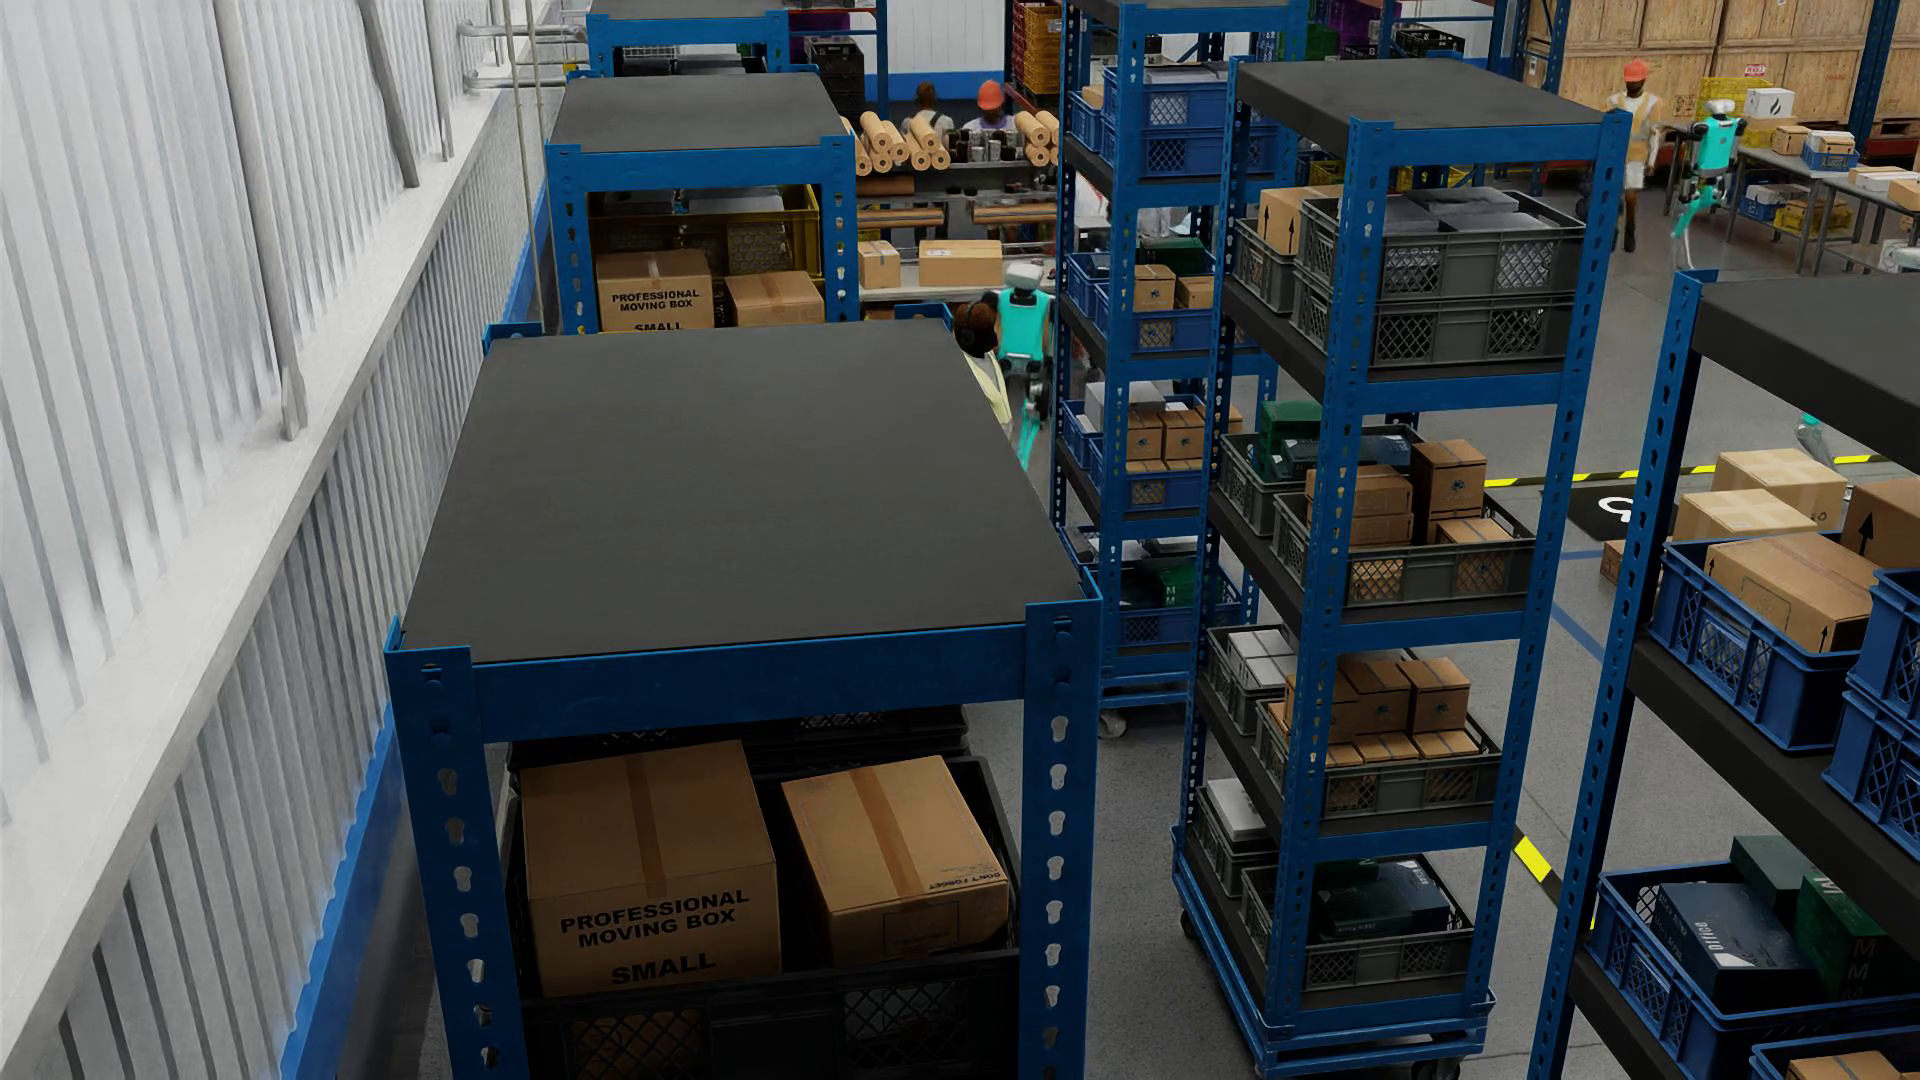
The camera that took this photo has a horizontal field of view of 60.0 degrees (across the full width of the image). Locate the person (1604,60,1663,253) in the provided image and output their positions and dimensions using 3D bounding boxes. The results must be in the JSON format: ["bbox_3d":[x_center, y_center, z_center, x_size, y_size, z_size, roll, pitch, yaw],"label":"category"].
[{"bbox_3d":[6.658,-3.824,16.642,0.556,1.914,0.471,15,29,29],"label":"person"}]

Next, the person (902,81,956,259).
[{"bbox_3d":[-0.284,-3.473,15.985,0.554,1.817,0.845,2,25,5],"label":"person"}]

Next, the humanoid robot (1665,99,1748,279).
[{"bbox_3d":[6.922,-3.258,15.753,0.562,1.889,0.745,-5,25,-11],"label":"humanoid robot"}]

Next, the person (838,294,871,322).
[{"bbox_3d":[-0.648,-0.518,9.566,0.524,1.808,0.928,4,25,8],"label":"person"}]

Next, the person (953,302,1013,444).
[{"bbox_3d":[0.083,-0.449,9.392,0.429,1.844,0.621,8,26,17],"label":"person"}]

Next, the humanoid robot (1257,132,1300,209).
[{"bbox_3d":[3.607,-4.500,18.416,0.615,1.636,0.610,-9,26,-19],"label":"humanoid robot"}]

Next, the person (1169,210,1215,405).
[{"bbox_3d":[1.537,-1.317,11.266,0.363,1.852,0.596,-5,25,-11],"label":"person"}]

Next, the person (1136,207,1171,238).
[{"bbox_3d":[1.688,-2.720,14.445,0.321,1.742,0.490,-11,27,-22],"label":"person"}]

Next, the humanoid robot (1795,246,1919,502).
[{"bbox_3d":[5.774,-1.102,10.777,0.735,1.677,0.533,14,28,28],"label":"humanoid robot"}]

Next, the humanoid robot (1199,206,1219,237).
[{"bbox_3d":[2.446,-3.511,16.275,0.558,1.845,0.816,7,26,15],"label":"humanoid robot"}]

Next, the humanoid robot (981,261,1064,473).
[{"bbox_3d":[0.334,-0.780,10.287,0.547,1.773,1.022,4,25,9],"label":"humanoid robot"}]

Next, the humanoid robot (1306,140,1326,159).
[{"bbox_3d":[4.289,-4.979,19.203,0.735,1.677,0.533,0,25,0],"label":"humanoid robot"}]

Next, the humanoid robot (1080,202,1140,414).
[{"bbox_3d":[1.092,-1.734,12.415,0.614,1.647,0.391,12,27,24],"label":"humanoid robot"}]

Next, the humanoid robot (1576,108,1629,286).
[{"bbox_3d":[5.991,-3.194,15.559,0.591,1.661,0.324,-17,30,-32],"label":"humanoid robot"}]

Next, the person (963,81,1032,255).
[{"bbox_3d":[0.324,-3.094,14.947,0.632,2.003,0.833,2,25,4],"label":"person"}]

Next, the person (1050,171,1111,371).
[{"bbox_3d":[1.010,-2.302,13.359,0.674,1.883,0.480,-14,28,-28],"label":"person"}]
